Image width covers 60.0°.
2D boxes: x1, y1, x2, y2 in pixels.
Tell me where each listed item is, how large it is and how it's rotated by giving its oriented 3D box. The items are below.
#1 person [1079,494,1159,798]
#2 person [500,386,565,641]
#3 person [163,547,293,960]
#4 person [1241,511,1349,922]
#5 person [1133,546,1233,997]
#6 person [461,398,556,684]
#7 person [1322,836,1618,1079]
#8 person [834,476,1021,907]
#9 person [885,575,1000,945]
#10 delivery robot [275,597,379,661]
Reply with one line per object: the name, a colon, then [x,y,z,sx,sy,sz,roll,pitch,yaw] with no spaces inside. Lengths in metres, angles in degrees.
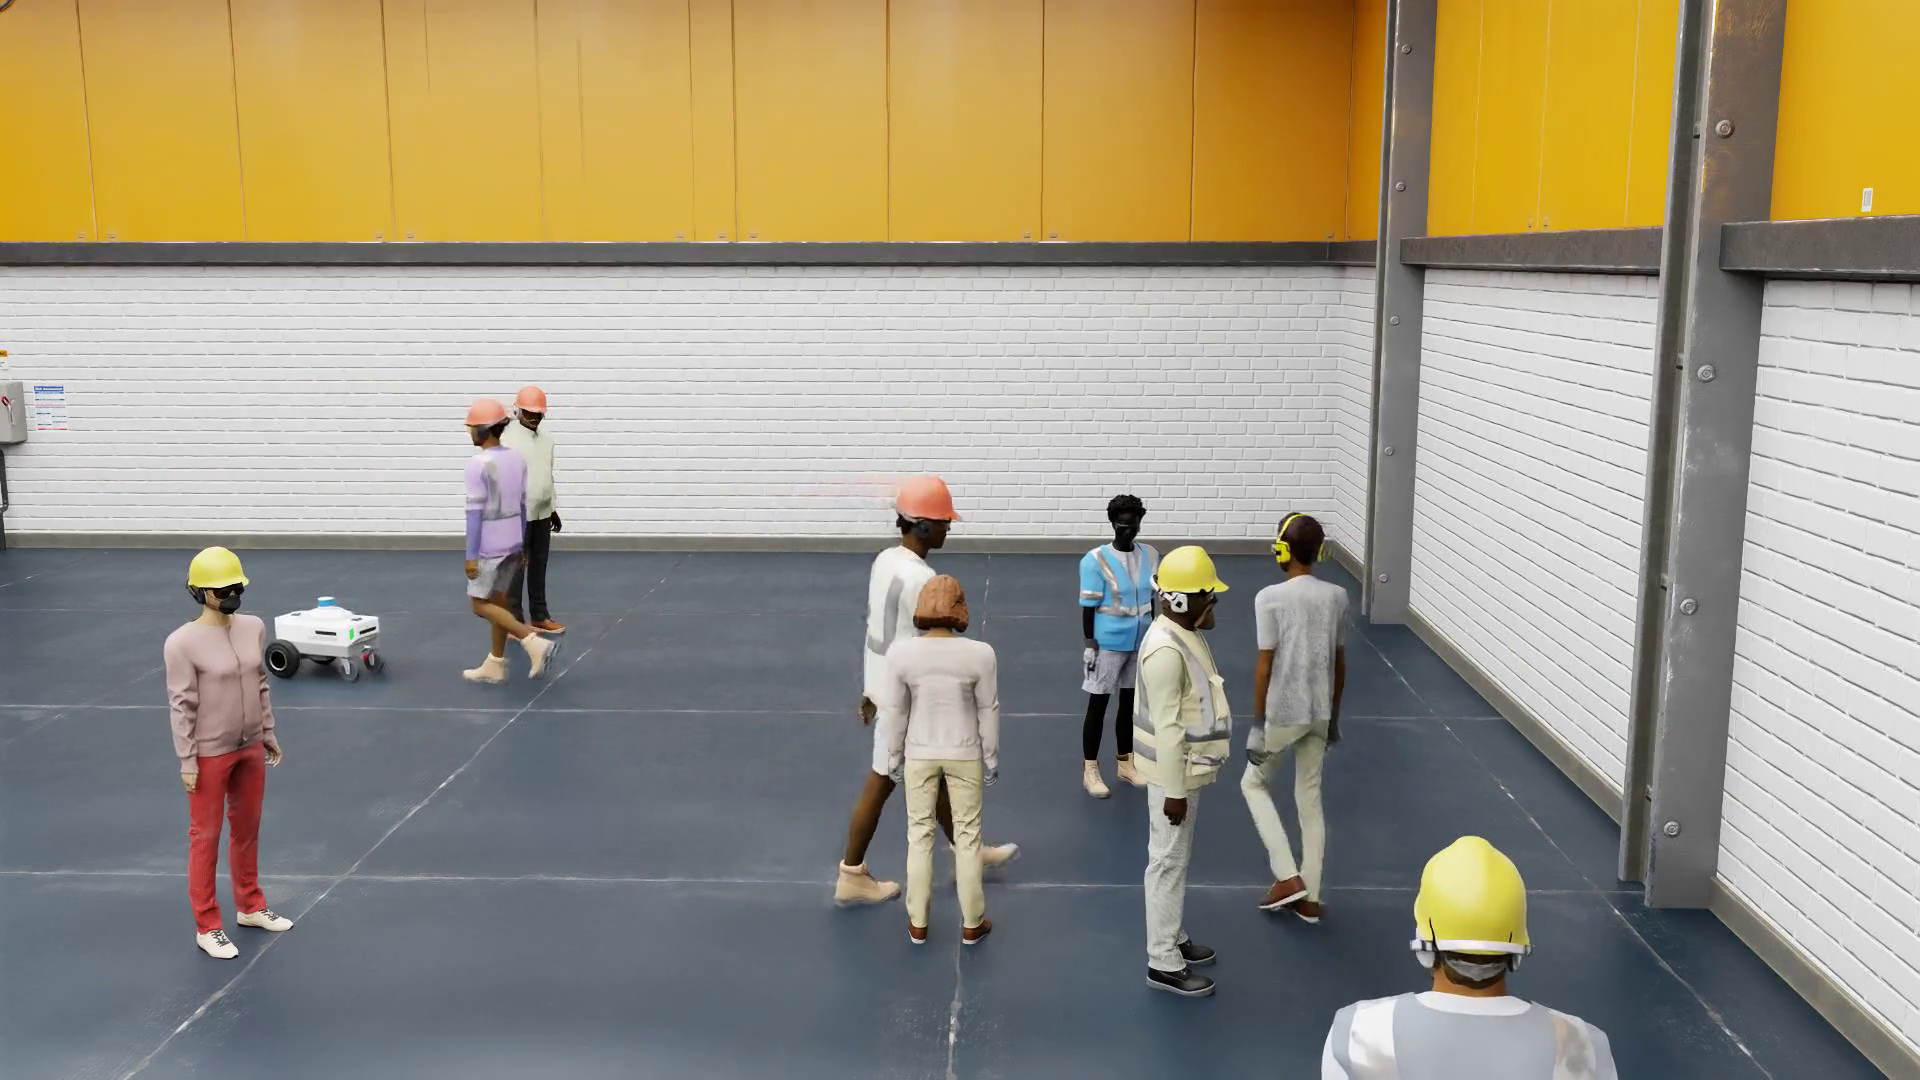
person: [0.894,0.578,9.262,0.540,1.695,0.317,-6,11,-32]
person: [-3.359,-0.213,13.040,0.392,1.988,0.609,5,11,28]
person: [-3.156,0.899,7.181,0.312,1.768,0.530,4,10,21]
person: [1.500,0.801,7.499,0.560,1.848,0.424,-4,11,-23]
person: [0.911,0.927,6.823,0.403,1.832,0.593,2,10,11]
person: [-3.162,0.031,11.501,0.688,2.029,0.631,3,10,16]
person: [1.028,1.501,3.446,0.592,1.837,0.404,2,10,9]
person: [-0.149,0.699,7.683,0.991,1.988,0.608,-2,10,-14]
person: [-0.074,0.955,7.236,0.498,1.633,0.279,1,10,6]
delivery robot: [-4.524,0.651,11.896,0.707,0.478,0.477,3,10,18]
